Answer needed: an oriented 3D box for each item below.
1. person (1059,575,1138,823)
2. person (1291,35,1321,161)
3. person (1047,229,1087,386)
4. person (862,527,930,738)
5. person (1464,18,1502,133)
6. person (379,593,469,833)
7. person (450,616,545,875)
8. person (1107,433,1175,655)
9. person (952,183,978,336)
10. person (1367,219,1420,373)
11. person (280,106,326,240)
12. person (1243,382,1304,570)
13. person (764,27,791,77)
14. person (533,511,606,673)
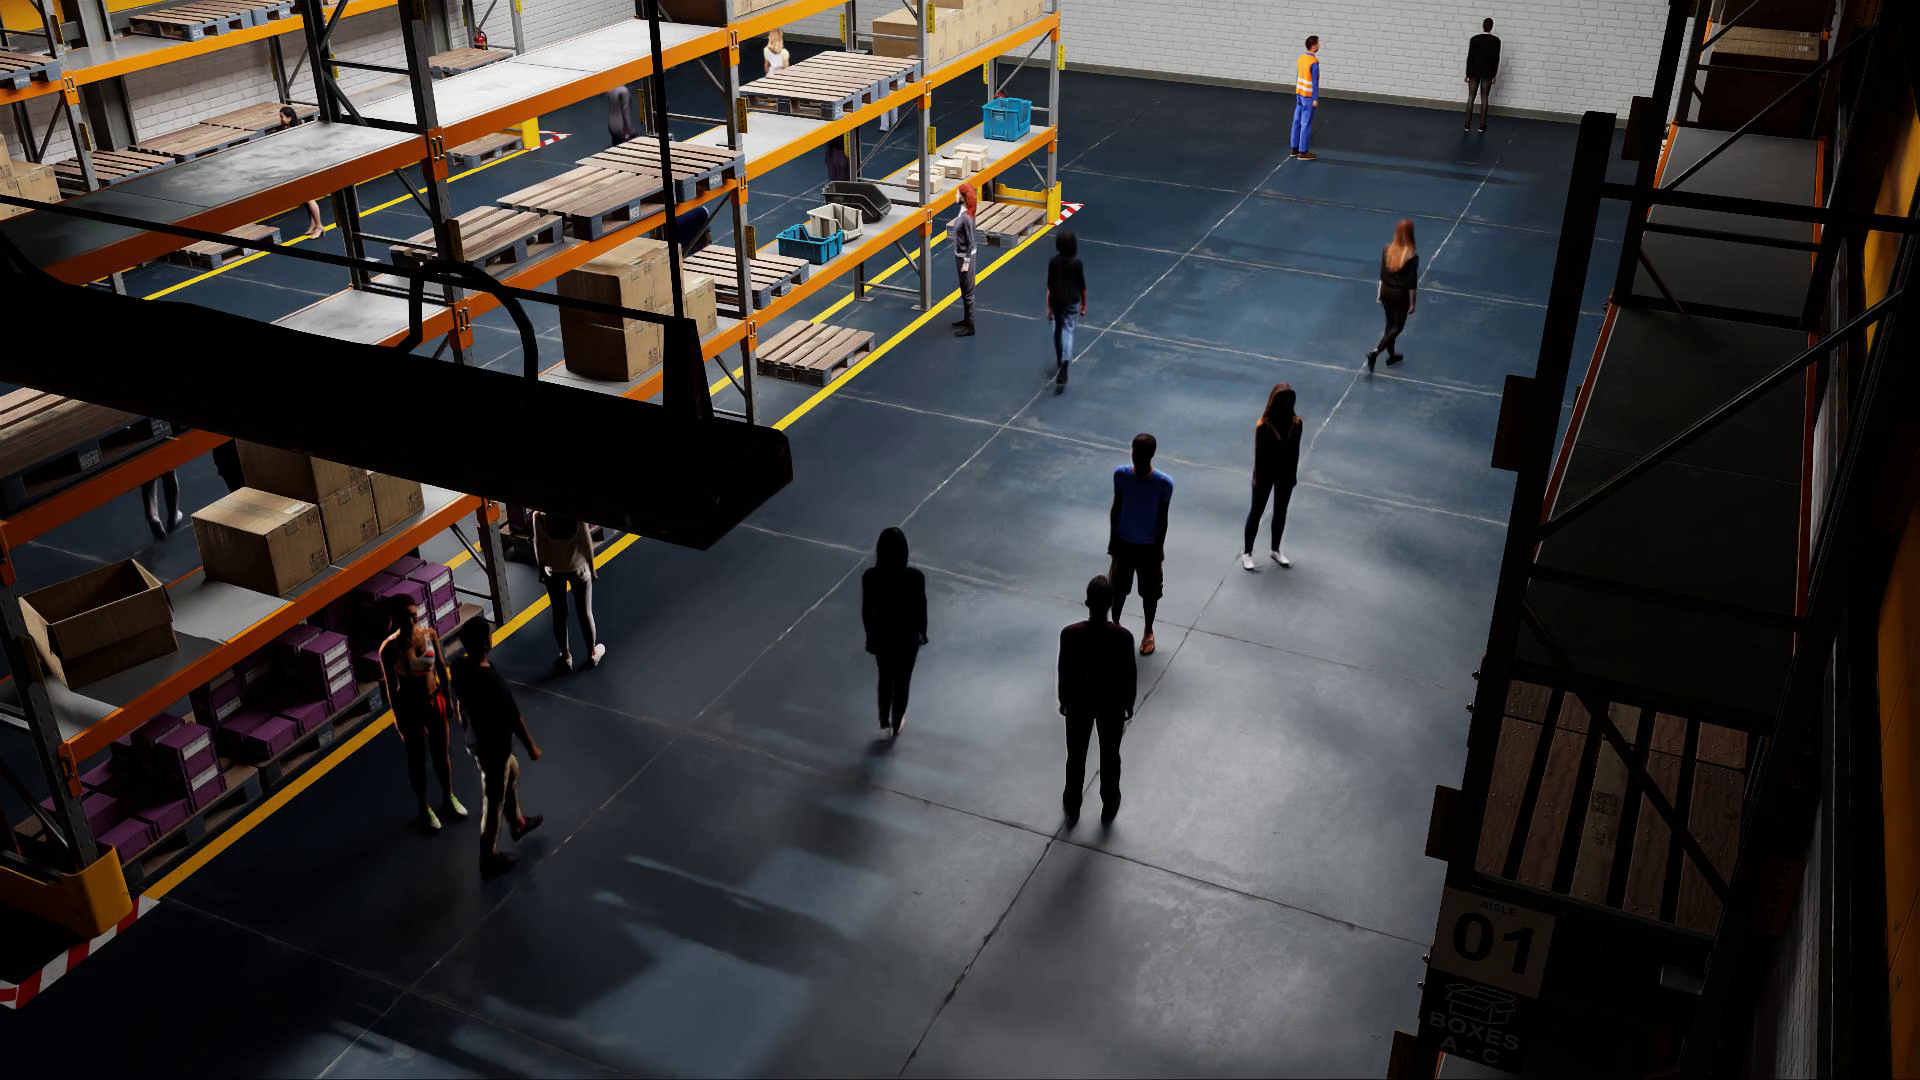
[{"bbox_3d":[0.912,1.080,11.145,0.759,1.865,0.731,2,29,4],"label":"person"},{"bbox_3d":[5.346,-6.841,25.667,0.844,1.863,0.781,-9,30,-17],"label":"person"},{"bbox_3d":[1.121,-2.469,17.864,0.818,1.662,1.218,4,29,7],"label":"person"},{"bbox_3d":[-0.475,0.713,11.965,0.693,1.725,0.728,4,29,7],"label":"person"},{"bbox_3d":[8.492,-7.584,27.097,0.656,1.799,0.564,11,30,19],"label":"person"},{"bbox_3d":[-3.618,1.124,11.143,0.612,1.789,0.710,-22,36,-34],"label":"person"},{"bbox_3d":[-3.092,1.365,10.656,0.924,1.834,0.813,-25,37,-37],"label":"person"},{"bbox_3d":[1.404,-0.001,13.129,0.662,1.863,0.576,11,30,19],"label":"person"},{"bbox_3d":[0.062,-3.240,19.154,0.719,1.779,0.606,-4,29,-6],"label":"person"},{"bbox_3d":[4.697,-2.629,18.126,1.103,1.691,0.864,-24,37,-37],"label":"person"},{"bbox_3d":[-8.818,-4.913,22.233,0.804,1.768,0.777,-18,33,-29],"label":"person"},{"bbox_3d":[2.702,-0.564,14.309,0.667,1.721,0.700,-7,29,-12],"label":"person"},{"bbox_3d":[-2.936,-7.389,26.818,0.642,1.725,0.620,10,30,17],"label":"person"},{"bbox_3d":[-3.043,0.235,12.861,0.689,1.706,0.711,-4,29,-8],"label":"person"}]
